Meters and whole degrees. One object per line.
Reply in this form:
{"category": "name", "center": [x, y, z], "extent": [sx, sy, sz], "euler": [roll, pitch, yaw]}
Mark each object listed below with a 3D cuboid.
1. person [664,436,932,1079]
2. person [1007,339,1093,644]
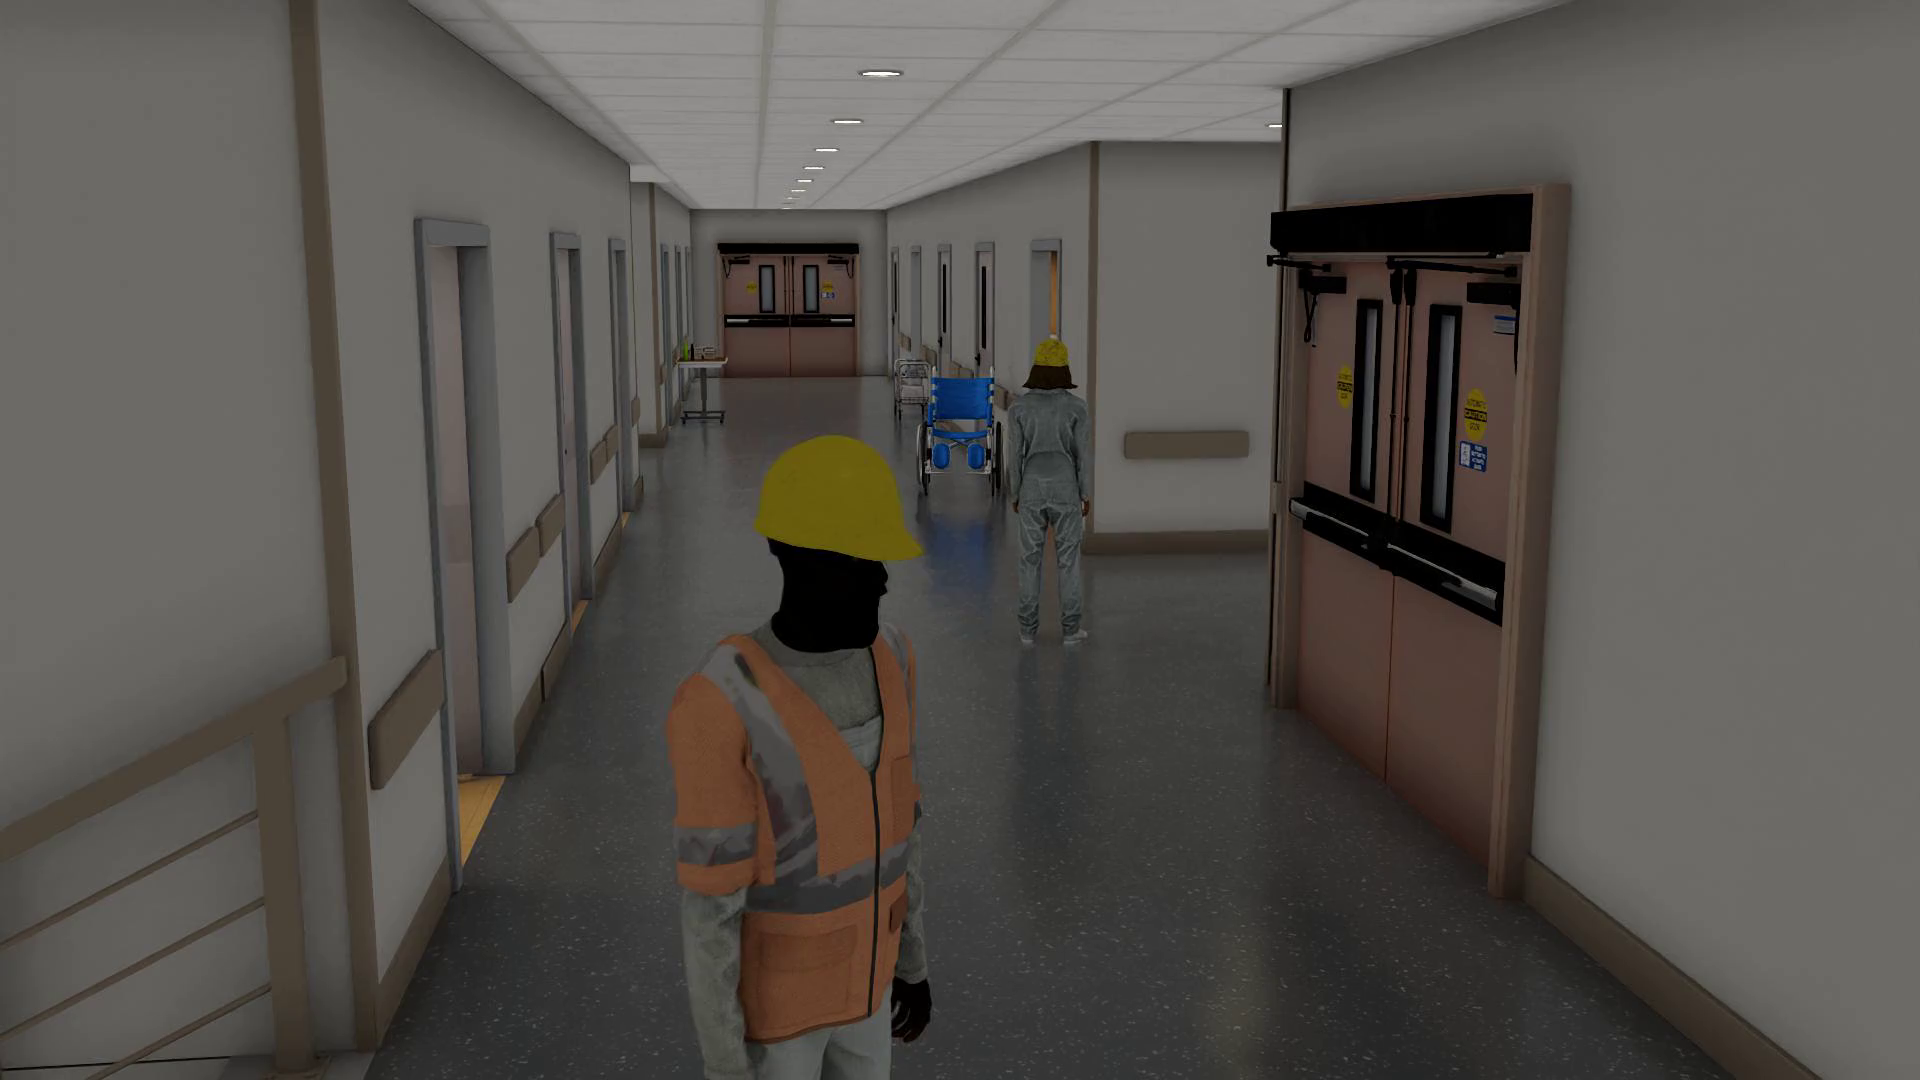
{"category": "person", "center": [-0.240, 0.771, 2.909], "extent": [0.397, 1.920, 0.586], "euler": [7, 12, 34]}
{"category": "person", "center": [0.514, -0.270, 9.475], "extent": [0.486, 1.744, 0.294], "euler": [2, 10, 11]}
